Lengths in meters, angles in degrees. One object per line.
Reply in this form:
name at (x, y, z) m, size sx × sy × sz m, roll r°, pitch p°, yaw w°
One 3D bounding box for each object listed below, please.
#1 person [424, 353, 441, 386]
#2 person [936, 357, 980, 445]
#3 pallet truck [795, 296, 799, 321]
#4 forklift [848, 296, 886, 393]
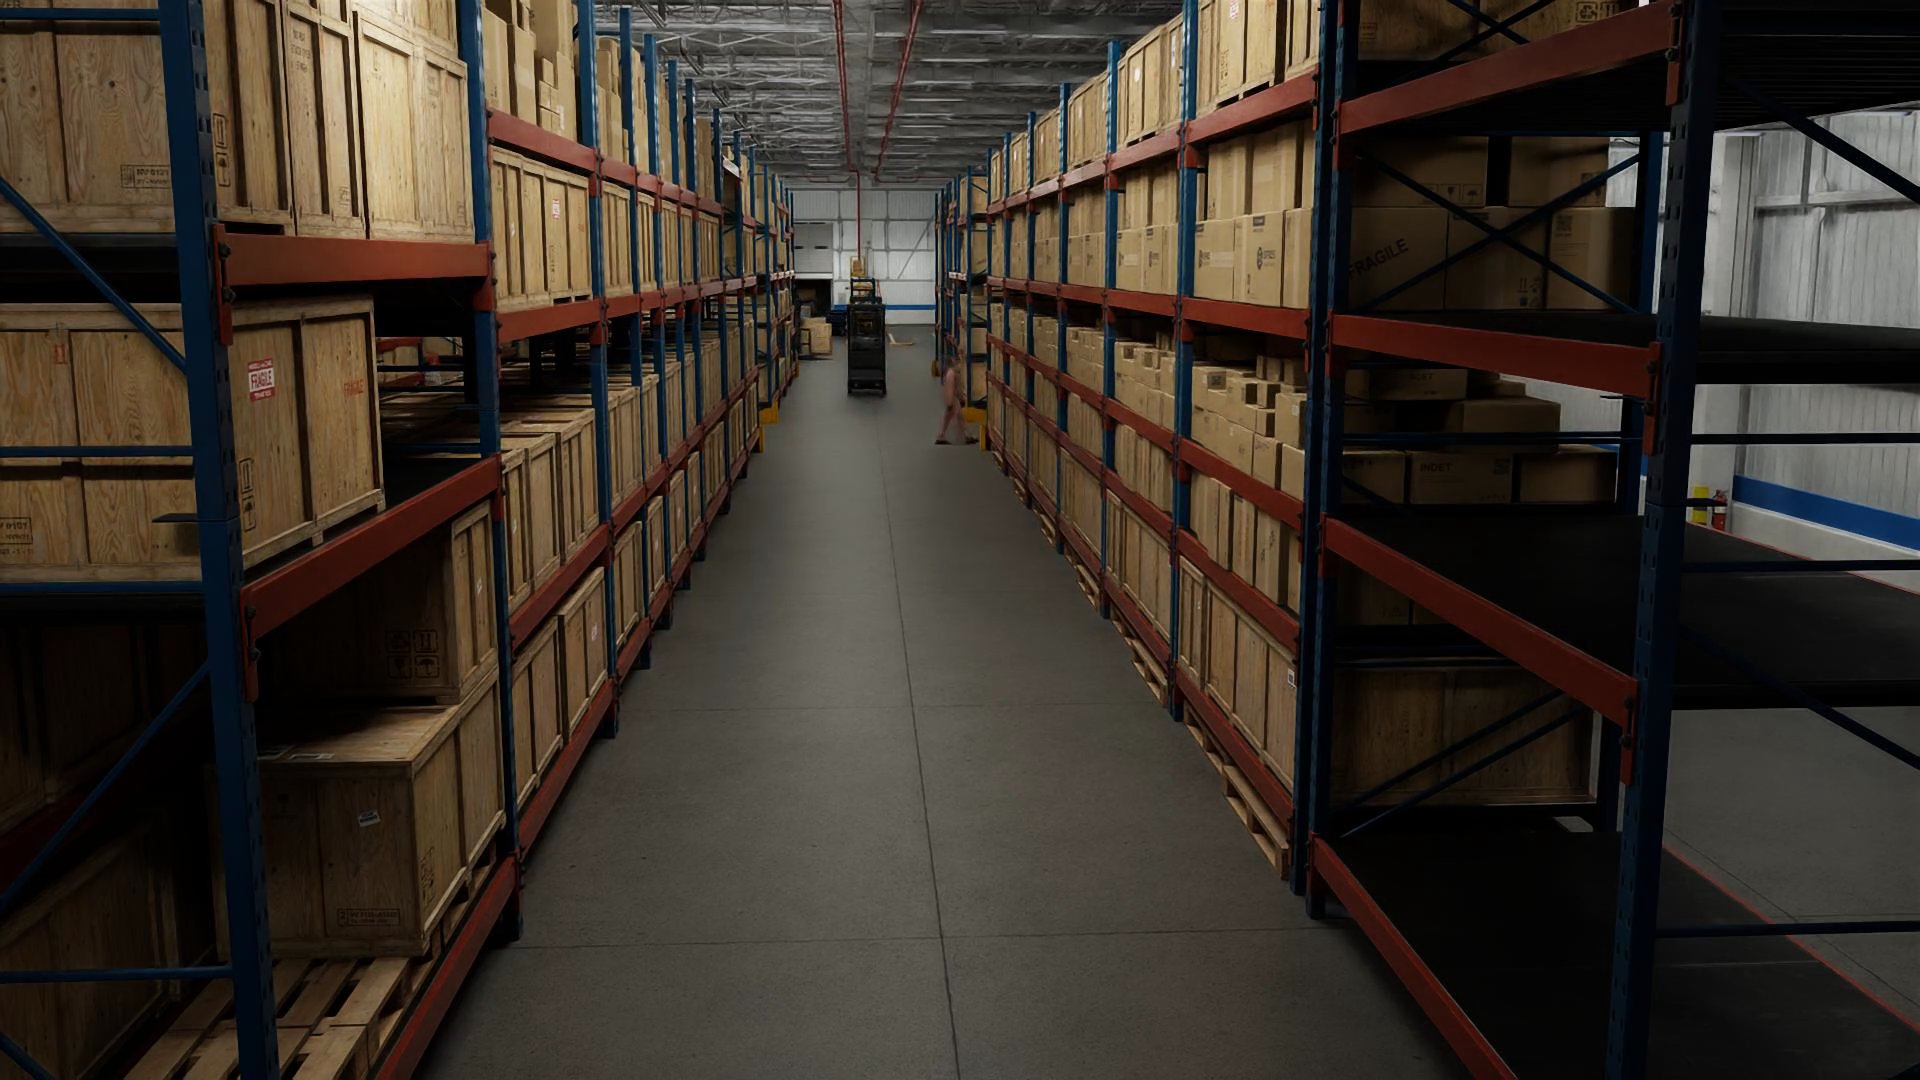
person at (-10.830, -2.840, 34.066) m, size 0.679 × 1.996 × 0.673 m, roll 2°, pitch 10°, yaw 12°
person at (-0.058, -2.916, 34.925) m, size 0.987 × 1.853 × 0.660 m, roll 0°, pitch 10°, yaw 2°
pallet truck at (-8.622, -12.439, 91.403) m, size 1.885 × 1.965 × 0.823 m, roll 2°, pitch 10°, yaw 13°
forklift at (-2.753, -5.761, 48.882) m, size 1.129 × 2.768 × 1.873 m, roll -1°, pitch 10°, yaw -3°
